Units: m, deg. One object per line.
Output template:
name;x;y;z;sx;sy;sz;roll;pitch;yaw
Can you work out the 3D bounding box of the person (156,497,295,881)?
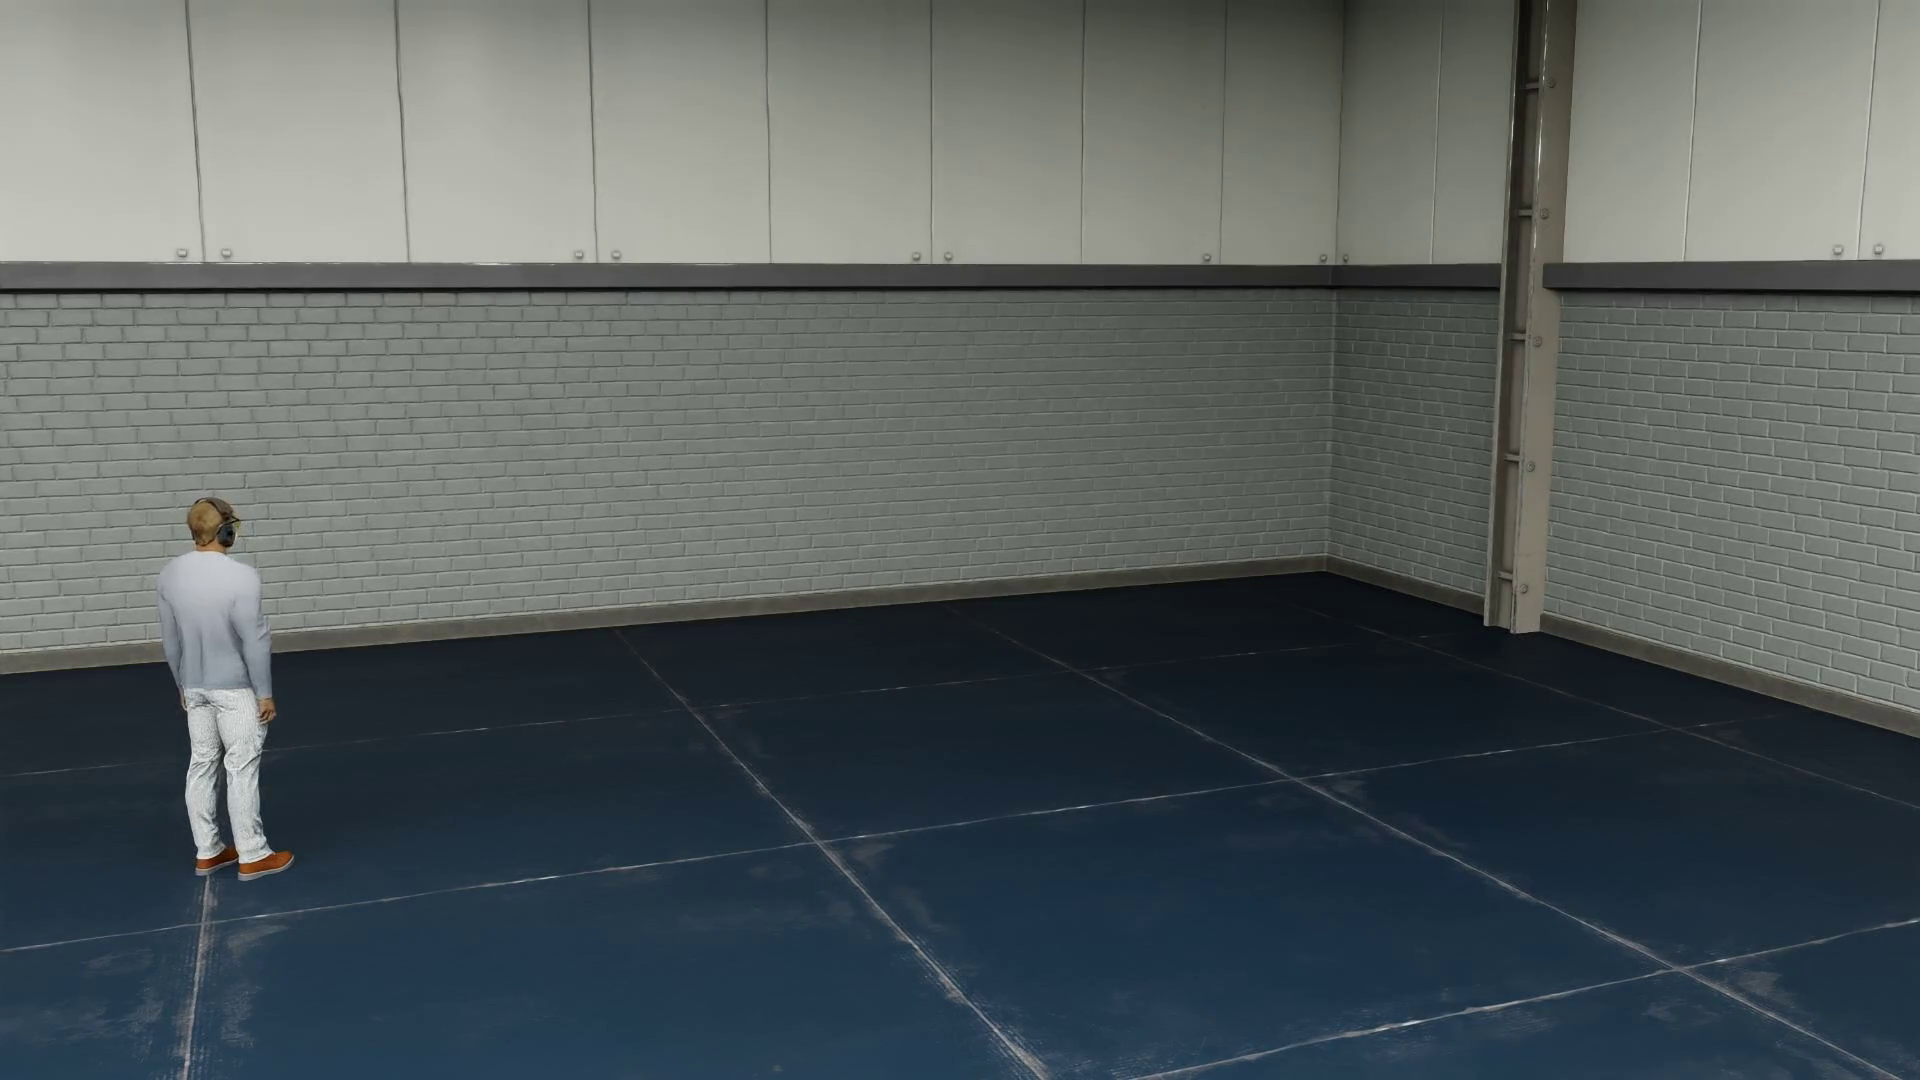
person;-3.701;0.745;8.358;0.628;1.940;0.373;3;10;20
